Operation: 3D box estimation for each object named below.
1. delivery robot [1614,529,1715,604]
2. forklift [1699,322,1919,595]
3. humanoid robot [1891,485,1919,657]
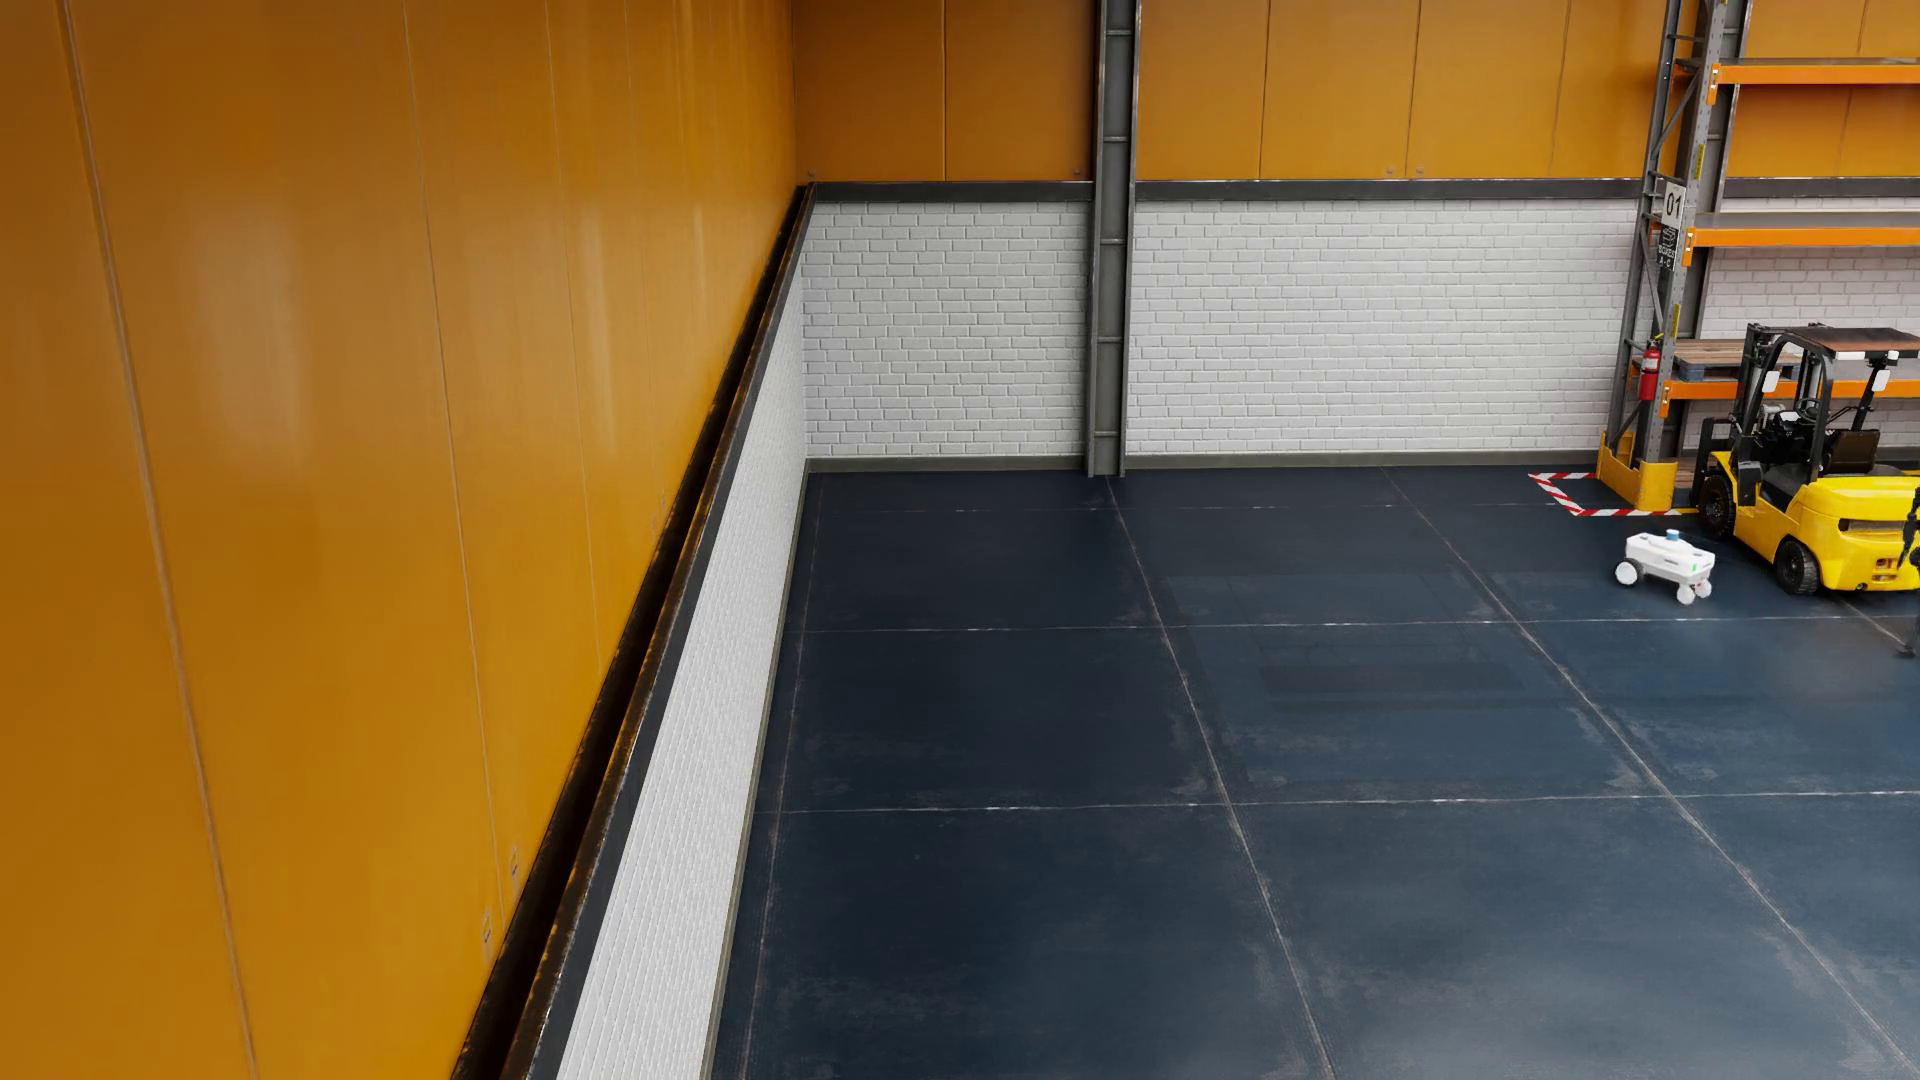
[{"bbox_3d":[6.200,0.202,14.601,0.499,0.601,0.798,-14,24,-33],"label":"delivery robot"},{"bbox_3d":[7.809,-0.792,14.926,1.214,2.155,2.313,-1,20,-2],"label":"forklift"},{"bbox_3d":[7.747,0.119,13.245,0.762,1.621,0.606,-8,22,-20],"label":"humanoid robot"}]
